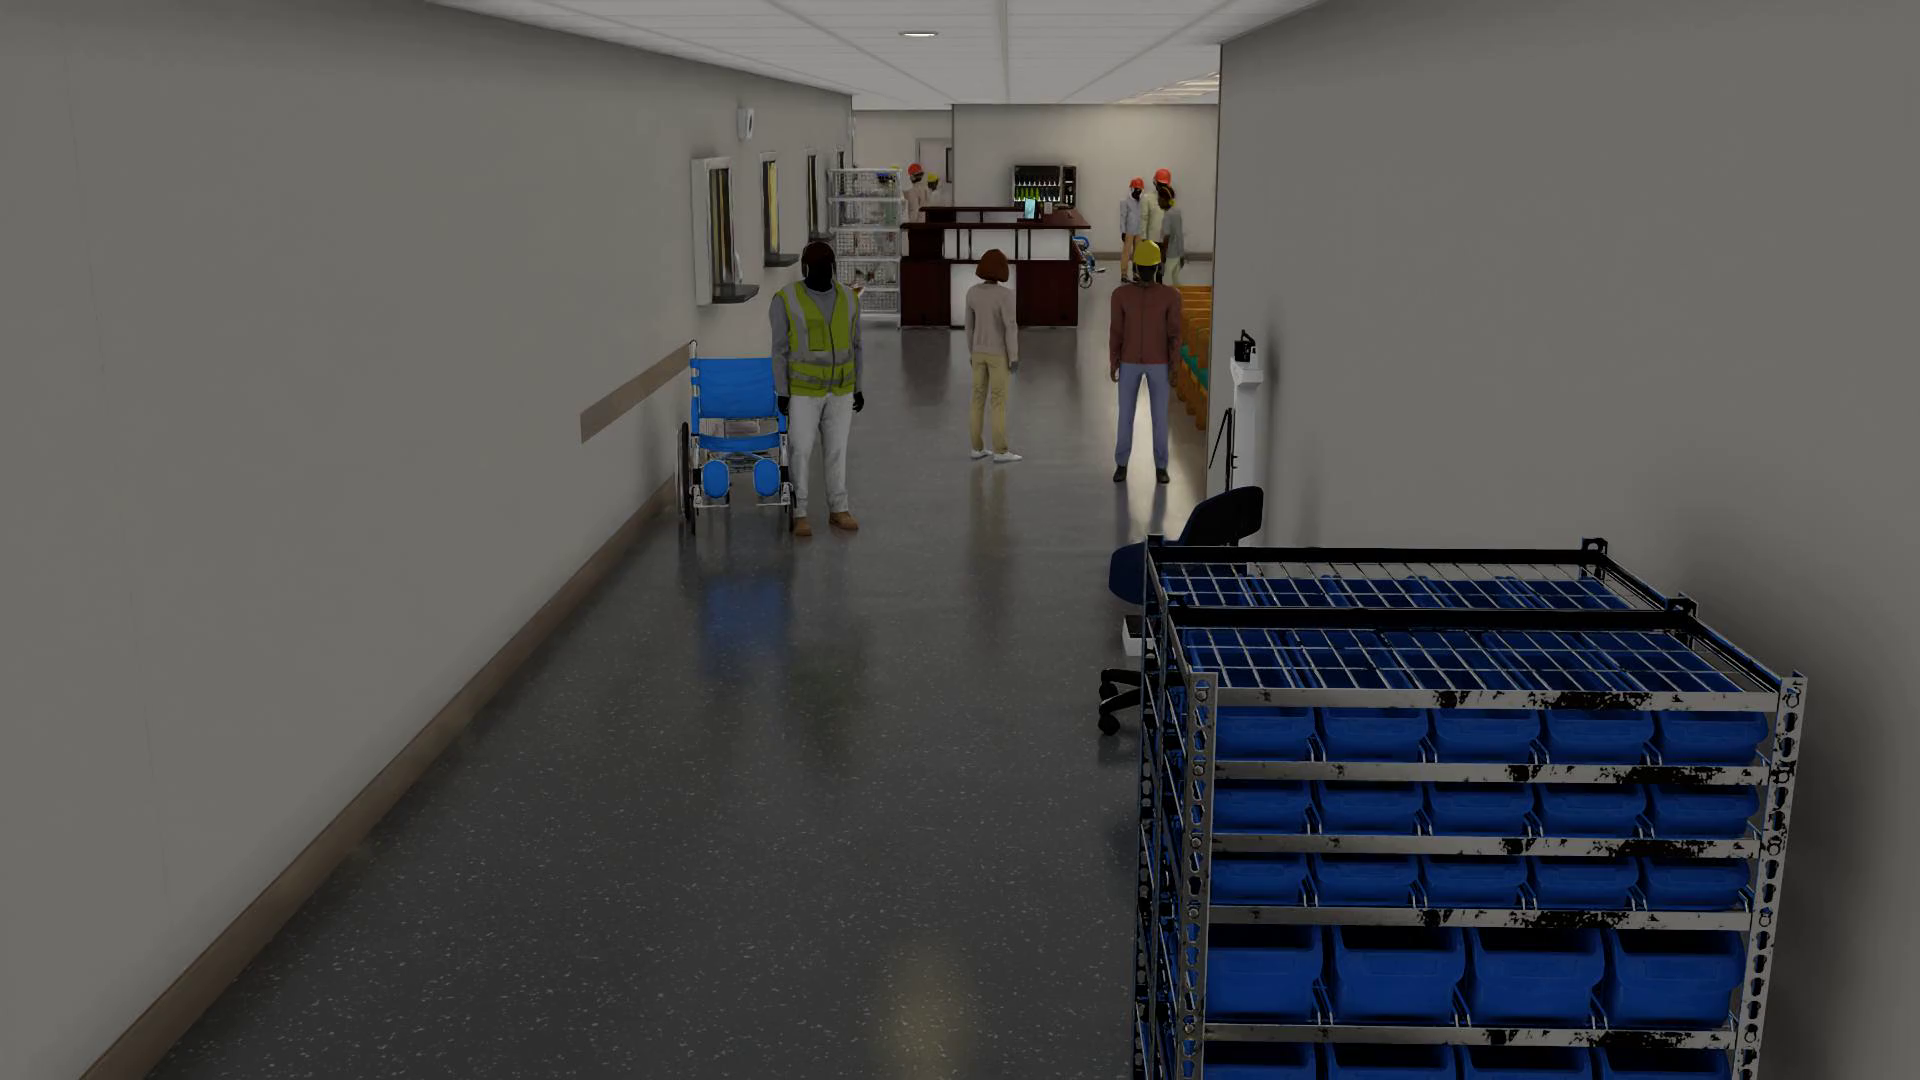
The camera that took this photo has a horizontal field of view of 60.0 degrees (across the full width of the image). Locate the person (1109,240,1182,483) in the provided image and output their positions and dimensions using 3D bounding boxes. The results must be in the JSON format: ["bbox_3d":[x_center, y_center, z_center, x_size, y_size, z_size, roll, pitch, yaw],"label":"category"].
[{"bbox_3d":[1.331,-1.274,11.992,0.522,1.758,0.349,2,14,10],"label":"person"}]

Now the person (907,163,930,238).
[{"bbox_3d":[-0.690,-5.136,27.174,0.392,1.991,0.612,6,15,22],"label":"person"}]

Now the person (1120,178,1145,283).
[{"bbox_3d":[2.929,-5.192,27.909,0.564,1.743,0.352,-9,17,-33],"label":"person"}]

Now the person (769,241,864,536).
[{"bbox_3d":[-0.879,-0.953,10.510,0.624,1.844,0.429,-8,16,-28],"label":"person"}]

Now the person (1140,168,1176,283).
[{"bbox_3d":[2.864,-4.337,23.946,0.610,1.984,0.400,-7,16,-28],"label":"person"}]

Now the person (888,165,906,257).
[{"bbox_3d":[-1.275,-6.476,32.934,0.404,1.837,0.588,0,14,0],"label":"person"}]

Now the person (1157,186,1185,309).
[{"bbox_3d":[2.715,-3.611,21.337,0.339,1.833,0.684,6,15,24],"label":"person"}]

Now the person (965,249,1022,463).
[{"bbox_3d":[0.250,-1.414,12.802,0.281,1.634,0.498,-13,19,-43],"label":"person"}]

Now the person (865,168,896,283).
[{"bbox_3d":[-1.264,-5.039,26.927,0.494,1.918,0.681,-9,17,-33],"label":"person"}]
